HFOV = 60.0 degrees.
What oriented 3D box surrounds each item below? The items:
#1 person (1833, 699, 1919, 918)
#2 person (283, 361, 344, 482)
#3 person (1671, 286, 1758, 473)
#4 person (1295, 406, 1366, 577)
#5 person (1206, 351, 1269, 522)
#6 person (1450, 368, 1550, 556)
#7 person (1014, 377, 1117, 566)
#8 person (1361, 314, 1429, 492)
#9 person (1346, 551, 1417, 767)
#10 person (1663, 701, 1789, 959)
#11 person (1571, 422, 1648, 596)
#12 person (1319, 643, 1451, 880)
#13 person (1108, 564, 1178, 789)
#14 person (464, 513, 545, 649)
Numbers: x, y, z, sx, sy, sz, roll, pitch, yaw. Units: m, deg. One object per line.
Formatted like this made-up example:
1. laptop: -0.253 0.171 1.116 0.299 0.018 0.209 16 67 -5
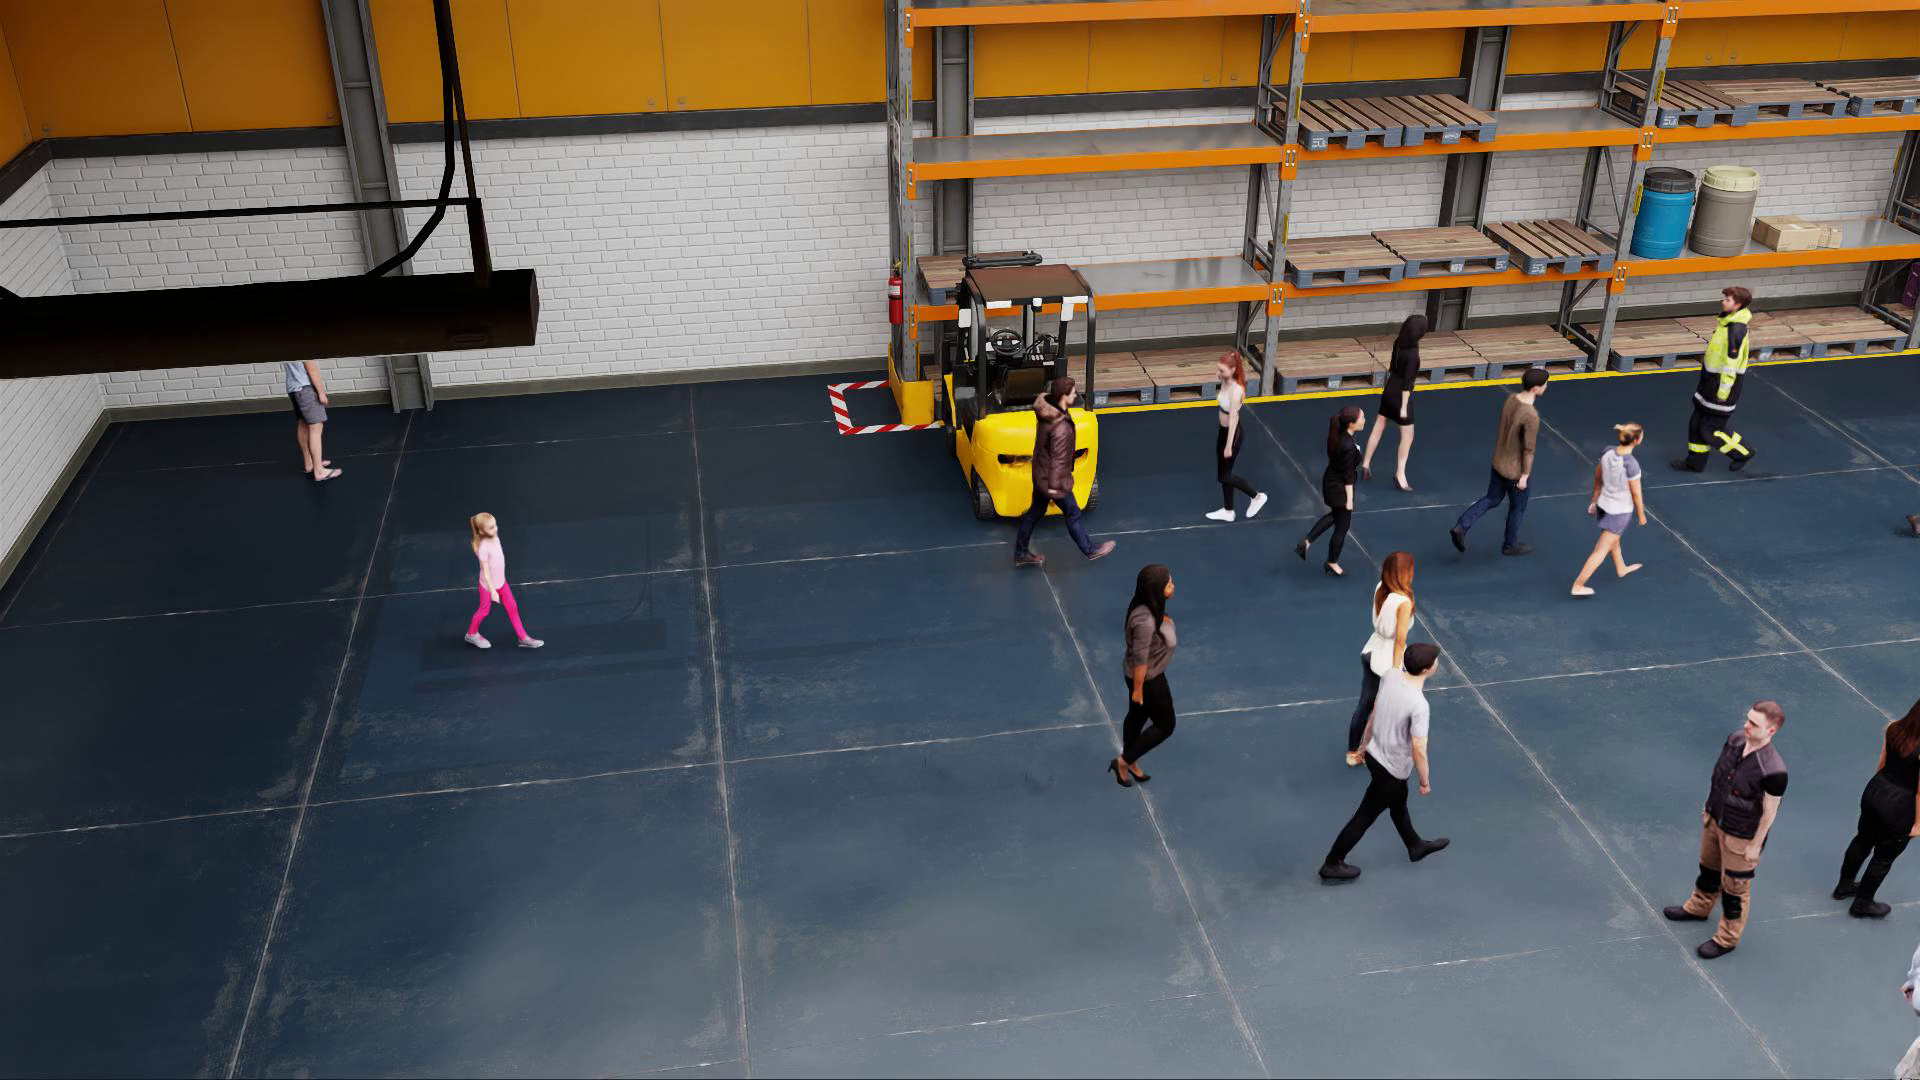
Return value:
1. person: 5.967 1.699 10.660 0.563 1.686 0.592 -7 29 -12
2. person: -6.450 -1.466 16.314 0.739 1.829 0.771 24 36 36
3. person: 7.544 -1.529 16.290 1.111 1.963 0.979 6 29 11
4. person: 3.240 -0.416 14.580 0.719 1.646 0.606 -4 29 -8
5. person: 2.582 -0.940 15.451 0.851 1.732 0.708 -1 29 -1
6. person: 4.839 -0.655 14.793 1.083 1.861 0.727 -7 29 -13
7. person: 0.725 -0.557 14.685 1.124 1.794 0.759 -5 29 -9
8. person: 4.189 -1.338 16.130 0.624 1.782 0.641 -9 30 -16
9. person: 2.995 0.897 12.046 0.830 1.768 0.657 -9 30 -17
10. person: 4.863 1.767 10.375 0.573 1.841 0.679 -6 29 -10
11. person: 5.553 -0.226 14.308 1.021 1.574 0.641 -7 29 -13
12. person: 2.727 1.489 10.911 1.157 1.815 0.668 -5 29 -9
13. person: 1.217 0.988 11.812 0.748 1.831 0.706 1 29 1
14. person: -3.882 0.351 13.593 0.962 1.245 0.713 6 29 11
